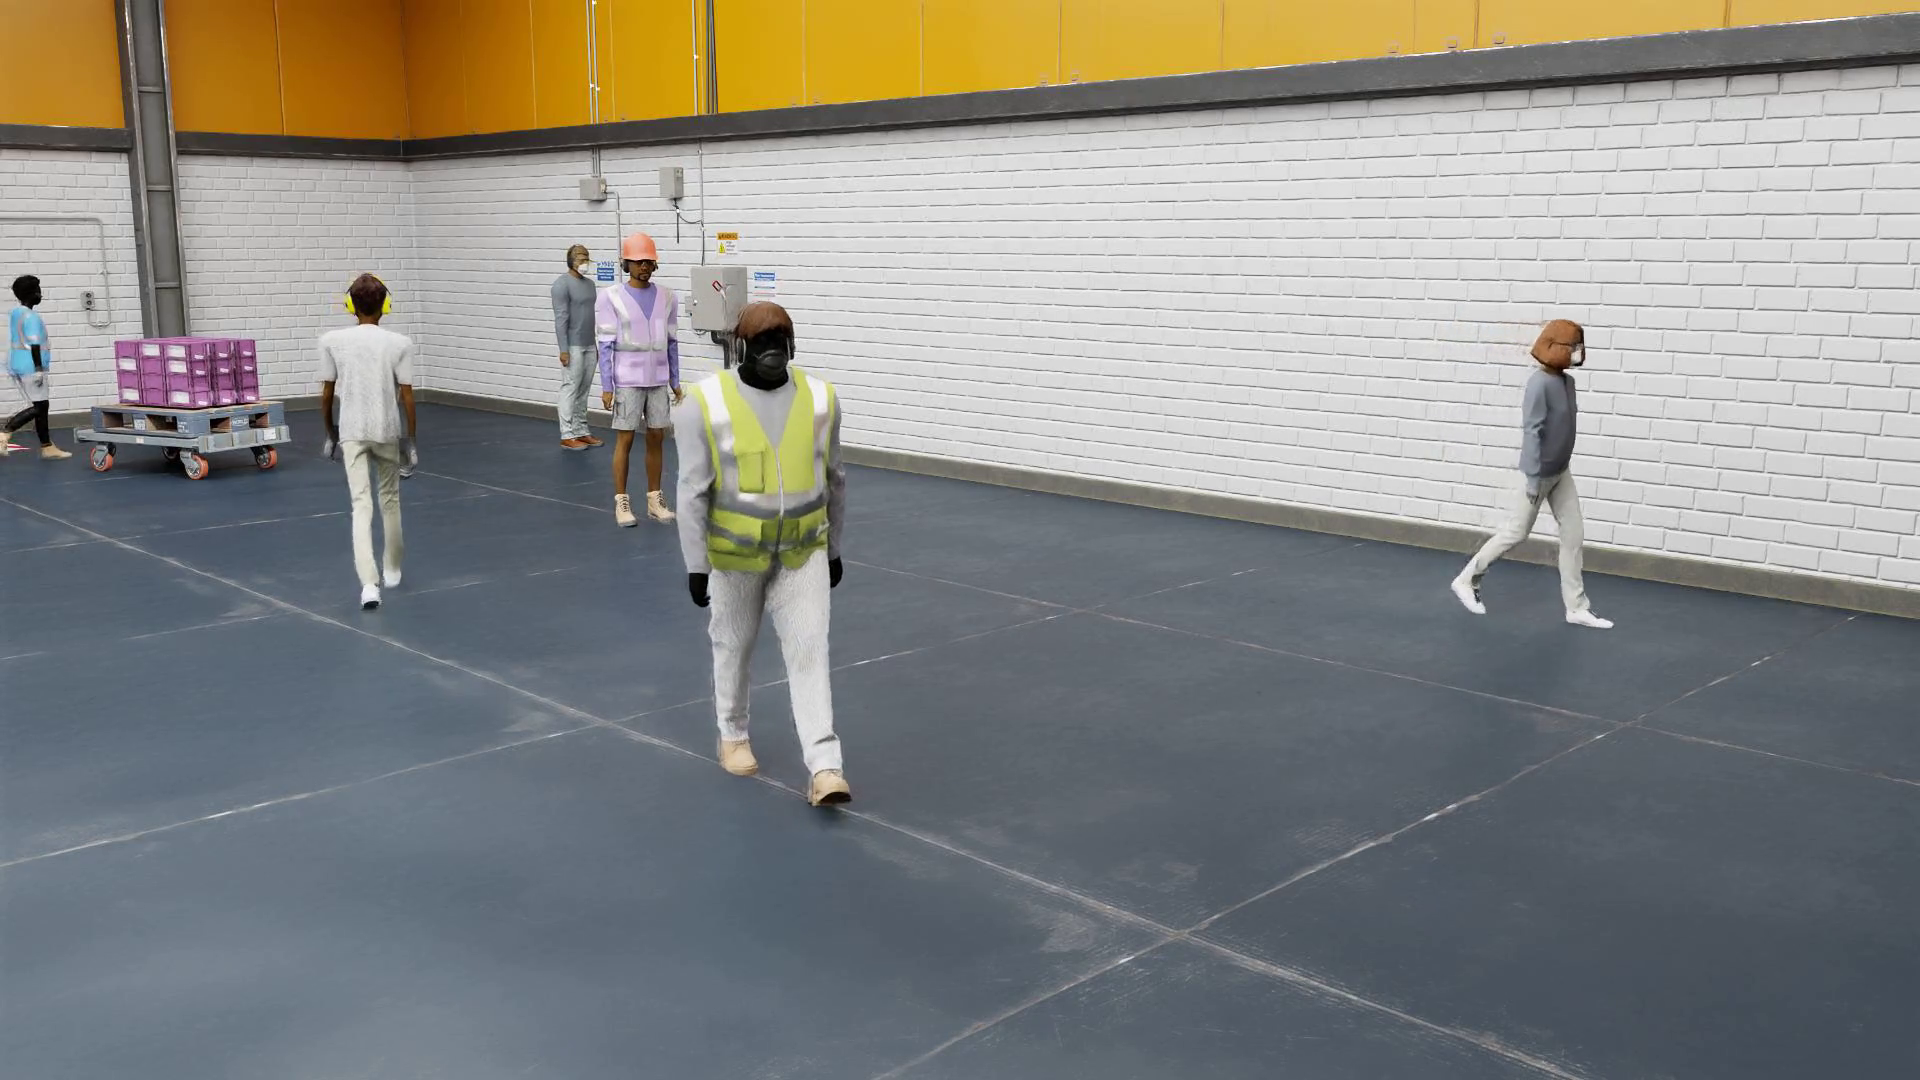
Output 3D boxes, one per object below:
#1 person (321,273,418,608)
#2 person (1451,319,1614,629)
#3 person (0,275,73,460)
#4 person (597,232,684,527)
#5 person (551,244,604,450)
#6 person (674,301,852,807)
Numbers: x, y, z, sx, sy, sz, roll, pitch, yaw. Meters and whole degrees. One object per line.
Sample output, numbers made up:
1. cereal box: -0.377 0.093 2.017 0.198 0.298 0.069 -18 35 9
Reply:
1. person: -3.273 -0.561 9.230 0.518 1.827 1.004 -4 11 -19
2. person: 3.012 -0.359 8.708 0.814 1.602 0.512 9 14 42
3. person: -8.341 -1.515 14.806 0.623 1.683 0.537 -10 14 -43
4. person: -2.208 -1.112 11.602 0.615 2.041 0.392 -8 13 -36
5. person: -3.630 -1.830 15.806 0.359 1.936 0.632 3 11 18
6. person: -0.689 0.046 5.978 0.654 1.786 0.974 -4 11 -20
